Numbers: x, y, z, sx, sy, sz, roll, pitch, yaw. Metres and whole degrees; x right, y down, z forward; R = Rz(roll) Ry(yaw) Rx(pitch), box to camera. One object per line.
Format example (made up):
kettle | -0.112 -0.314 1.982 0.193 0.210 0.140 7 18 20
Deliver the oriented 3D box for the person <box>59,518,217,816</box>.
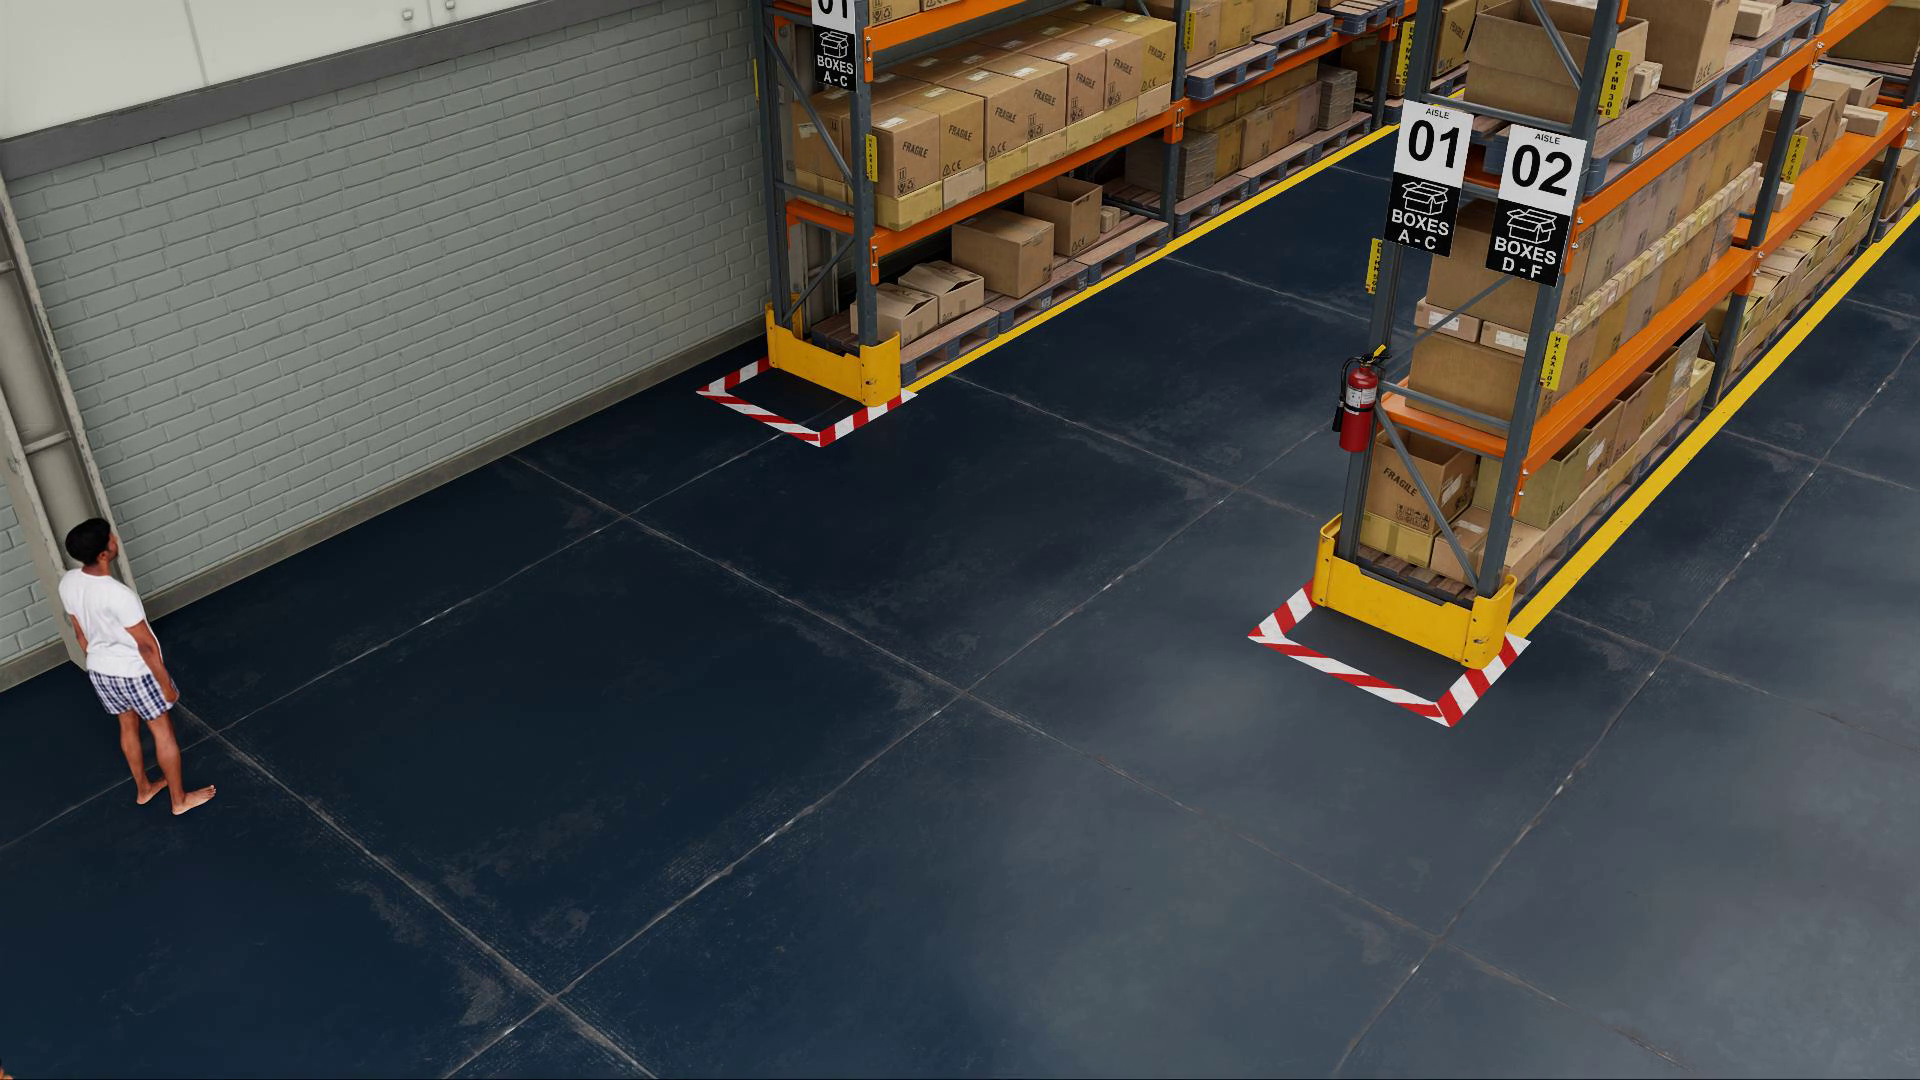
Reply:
person | -4.232 0.655 8.449 0.698 1.731 0.628 14 35 20
